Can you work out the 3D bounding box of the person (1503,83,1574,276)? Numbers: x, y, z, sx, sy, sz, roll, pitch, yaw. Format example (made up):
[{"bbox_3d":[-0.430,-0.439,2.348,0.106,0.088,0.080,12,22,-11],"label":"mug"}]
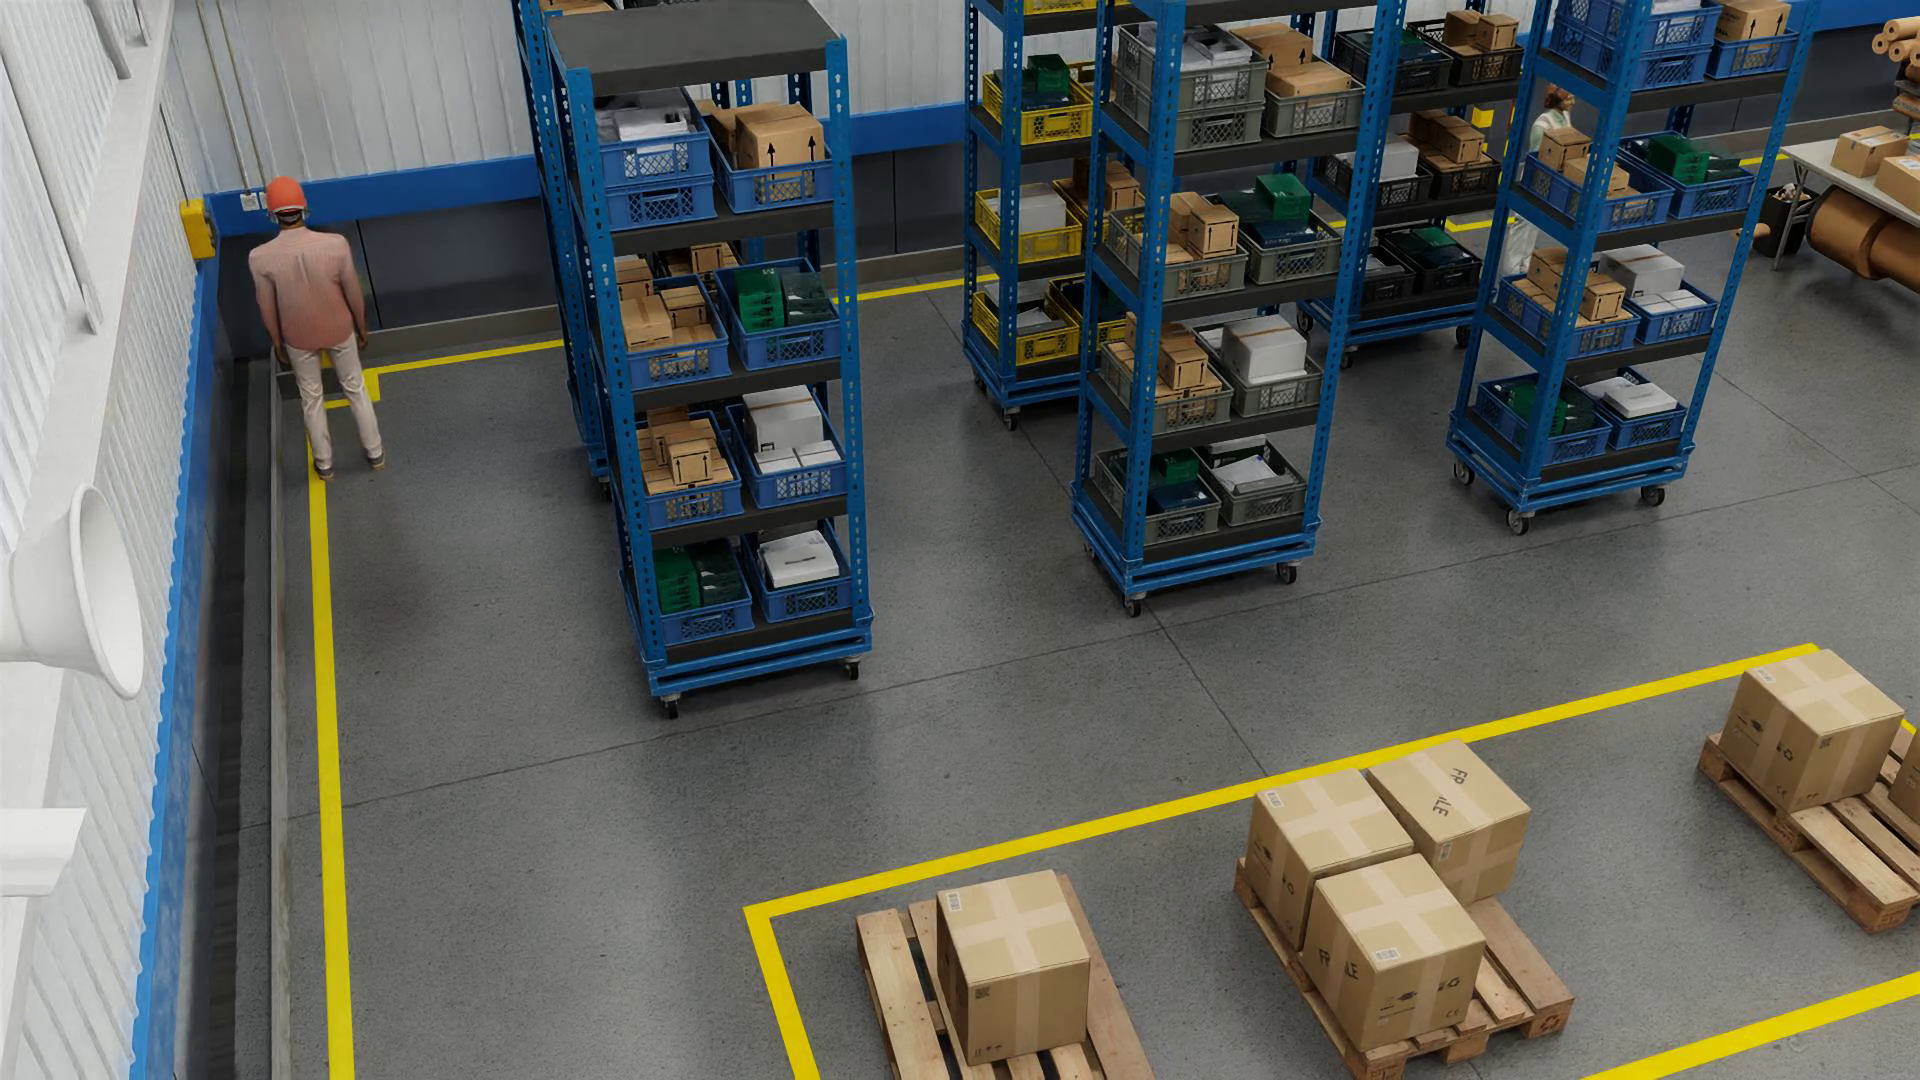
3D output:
[{"bbox_3d":[4.435,-2.725,12.713,0.309,1.641,0.513,24,42,30],"label":"person"}]

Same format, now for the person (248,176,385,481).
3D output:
[{"bbox_3d":[-4.025,-1.321,10.434,0.616,1.984,0.419,-15,38,-21],"label":"person"}]
